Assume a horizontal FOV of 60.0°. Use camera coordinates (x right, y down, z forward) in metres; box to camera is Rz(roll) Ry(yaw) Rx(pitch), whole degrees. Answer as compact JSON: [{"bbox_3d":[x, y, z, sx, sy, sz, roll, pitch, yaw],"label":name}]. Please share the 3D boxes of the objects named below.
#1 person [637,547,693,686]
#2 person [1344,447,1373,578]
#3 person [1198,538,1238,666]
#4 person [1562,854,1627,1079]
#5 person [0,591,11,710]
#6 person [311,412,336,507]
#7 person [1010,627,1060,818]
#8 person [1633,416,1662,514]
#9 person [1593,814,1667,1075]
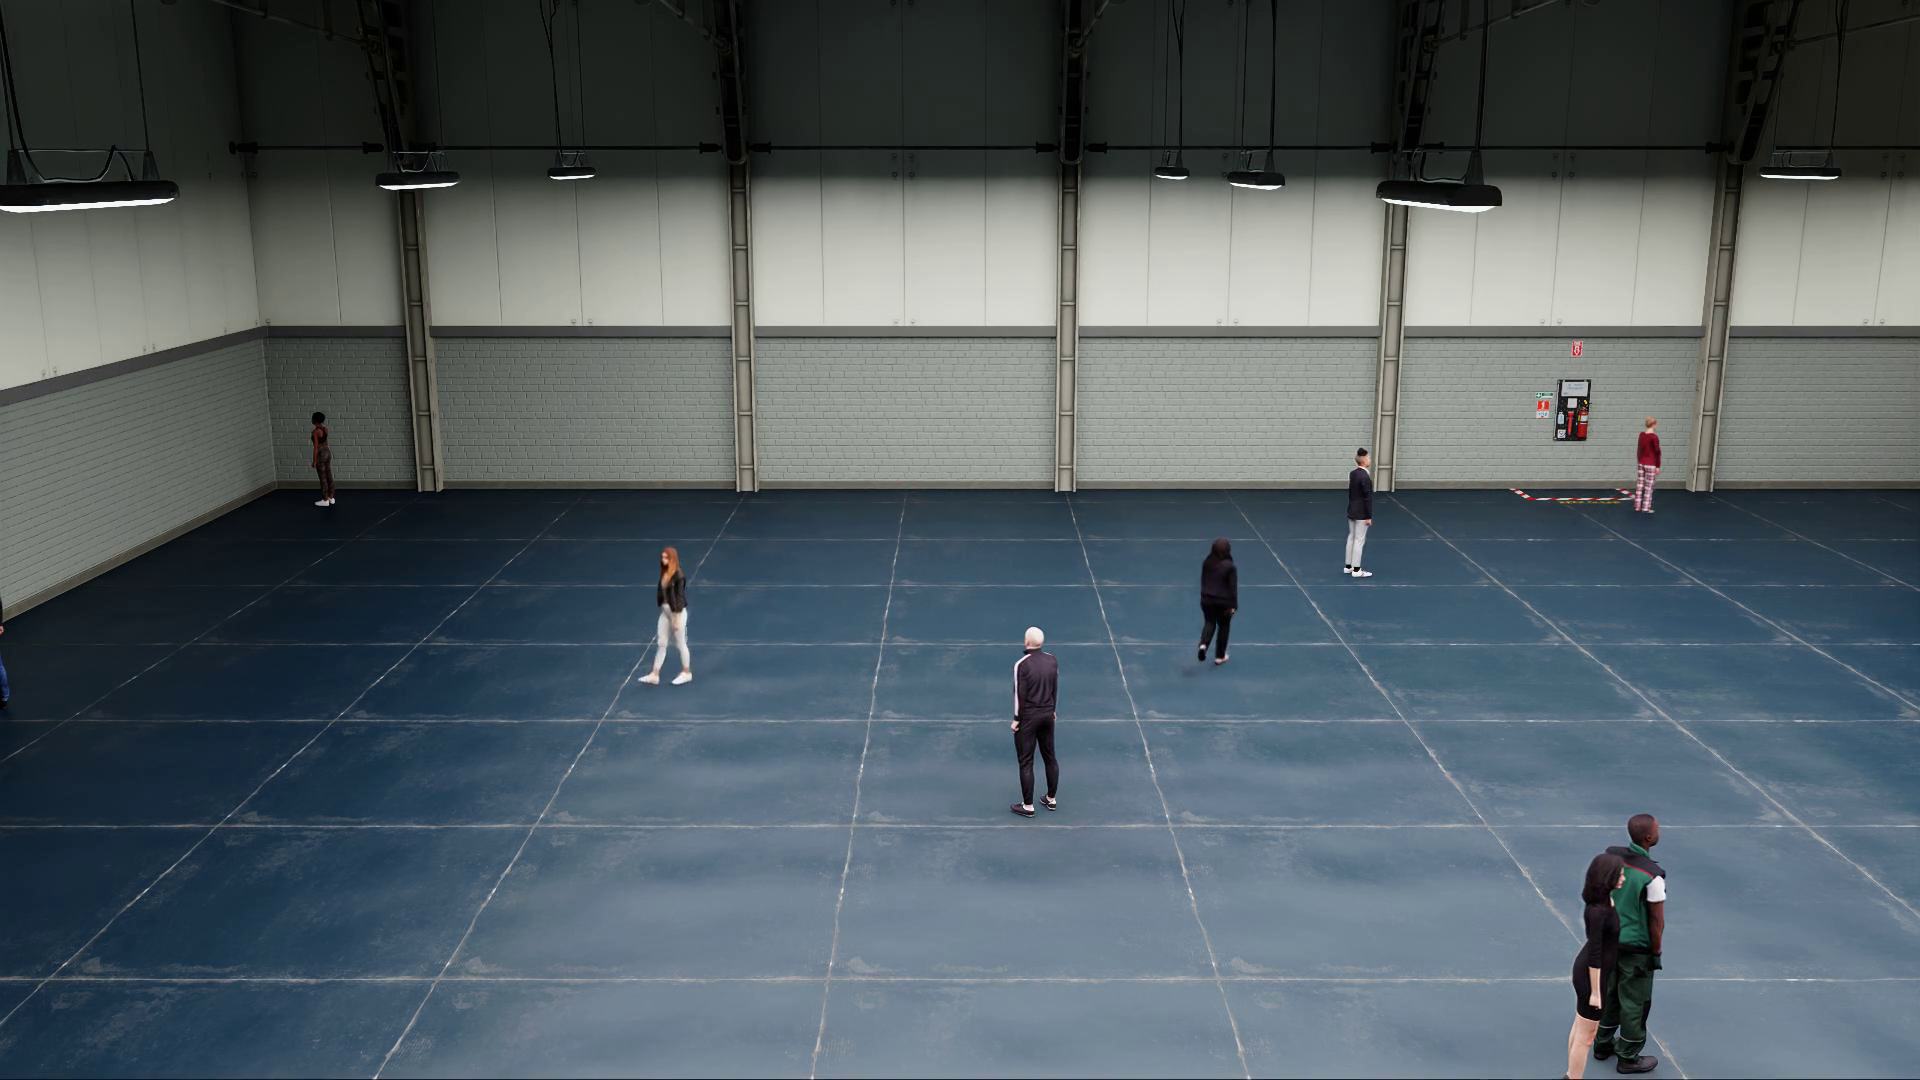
[{"bbox_3d":[-3.346,0.892,19.762,1.000,1.688,0.940,-12,18,-43],"label":"person"},{"bbox_3d":[5.979,-0.438,24.926,0.670,1.950,0.763,-3,13,-13],"label":"person"},{"bbox_3d":[3.129,0.782,20.423,0.879,1.603,0.914,8,15,31],"label":"person"},{"bbox_3d":[4.135,2.890,10.877,0.629,1.802,0.665,5,14,22],"label":"person"},{"bbox_3d":[-11.059,1.016,18.766,0.780,1.895,0.761,9,16,34],"label":"person"},{"bbox_3d":[-11.493,-1.477,29.966,0.598,1.700,0.619,3,13,13],"label":"person"},{"bbox_3d":[0.724,1.722,15.847,0.720,1.836,0.828,-9,16,-33],"label":"person"},{"bbox_3d":[12.143,-1.339,29.363,0.660,1.703,0.692,-6,14,-24],"label":"person"},{"bbox_3d":[4.600,2.745,11.425,0.749,1.839,0.776,-6,14,-24],"label":"person"}]
